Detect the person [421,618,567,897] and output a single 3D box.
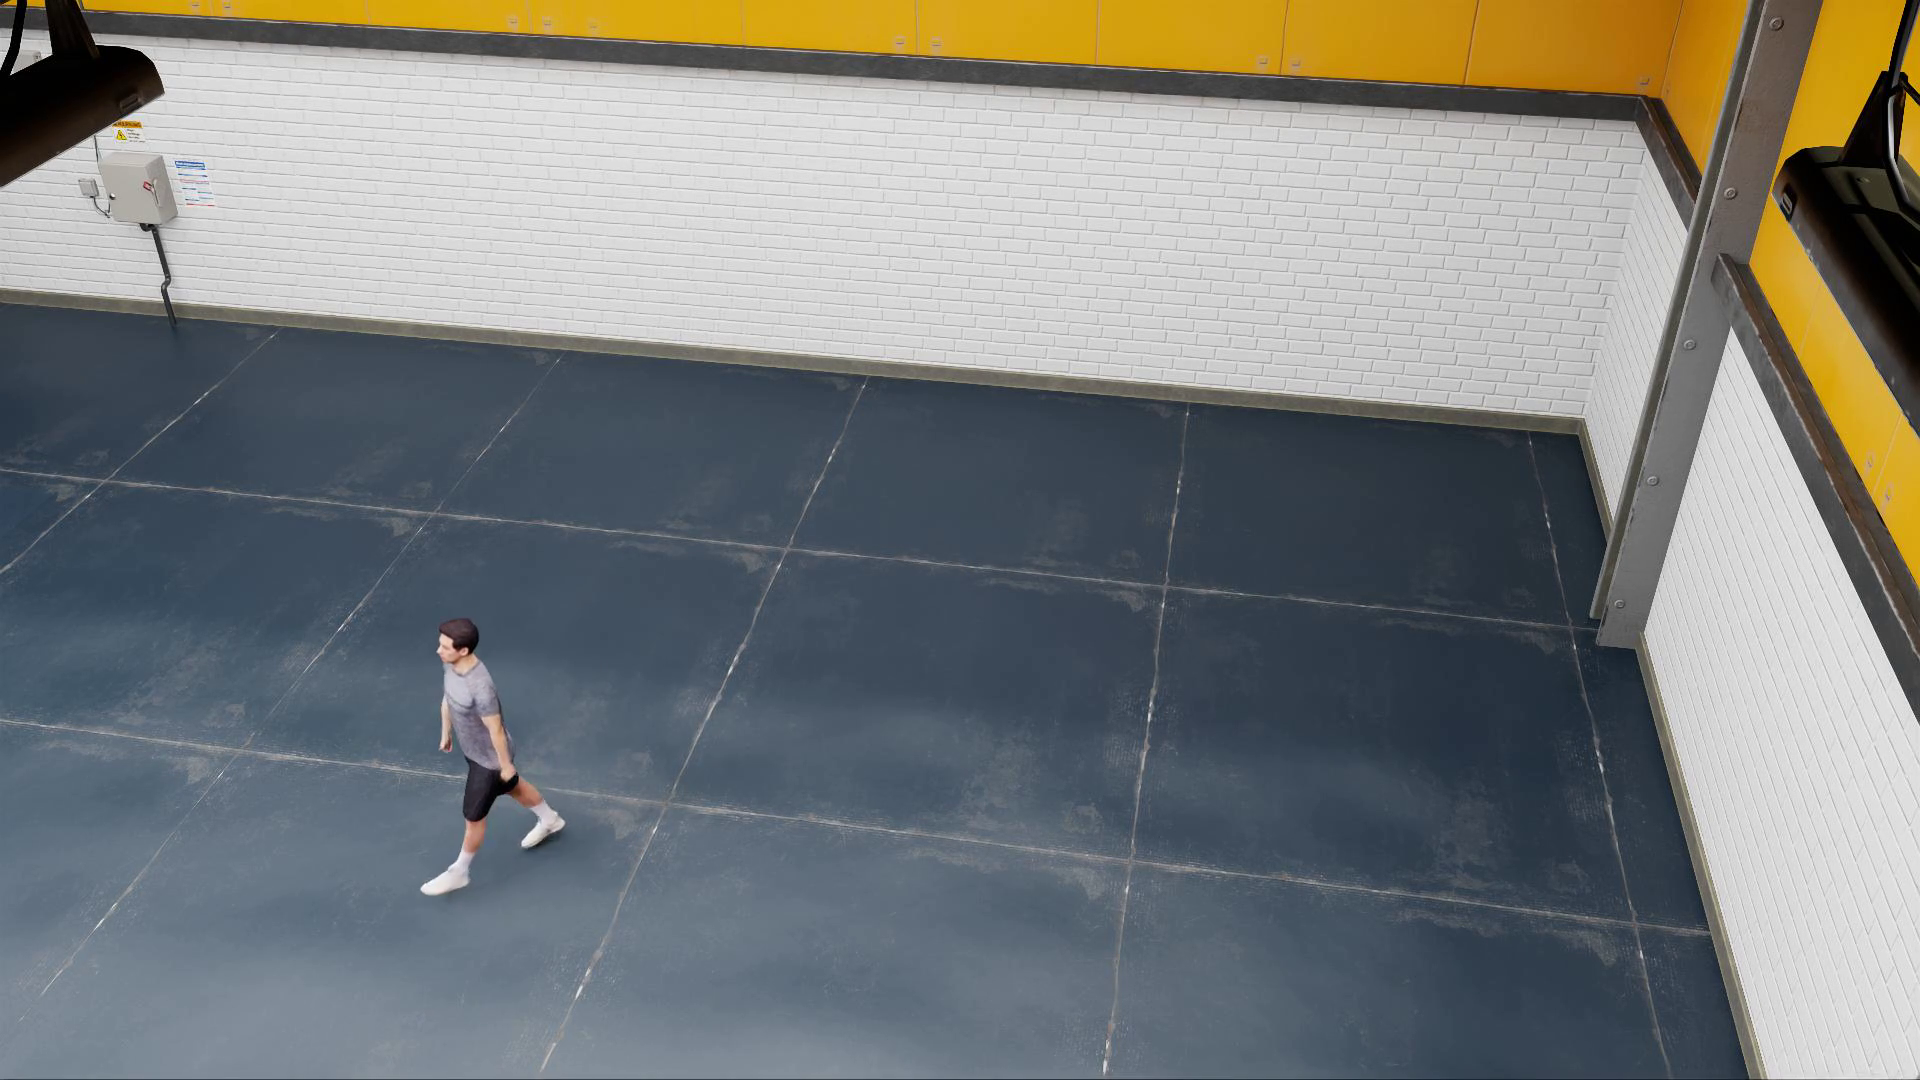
[{"bbox_3d":[-2.723,1.207,9.849,1.265,1.831,1.185,-22,40,-30],"label":"person"}]
